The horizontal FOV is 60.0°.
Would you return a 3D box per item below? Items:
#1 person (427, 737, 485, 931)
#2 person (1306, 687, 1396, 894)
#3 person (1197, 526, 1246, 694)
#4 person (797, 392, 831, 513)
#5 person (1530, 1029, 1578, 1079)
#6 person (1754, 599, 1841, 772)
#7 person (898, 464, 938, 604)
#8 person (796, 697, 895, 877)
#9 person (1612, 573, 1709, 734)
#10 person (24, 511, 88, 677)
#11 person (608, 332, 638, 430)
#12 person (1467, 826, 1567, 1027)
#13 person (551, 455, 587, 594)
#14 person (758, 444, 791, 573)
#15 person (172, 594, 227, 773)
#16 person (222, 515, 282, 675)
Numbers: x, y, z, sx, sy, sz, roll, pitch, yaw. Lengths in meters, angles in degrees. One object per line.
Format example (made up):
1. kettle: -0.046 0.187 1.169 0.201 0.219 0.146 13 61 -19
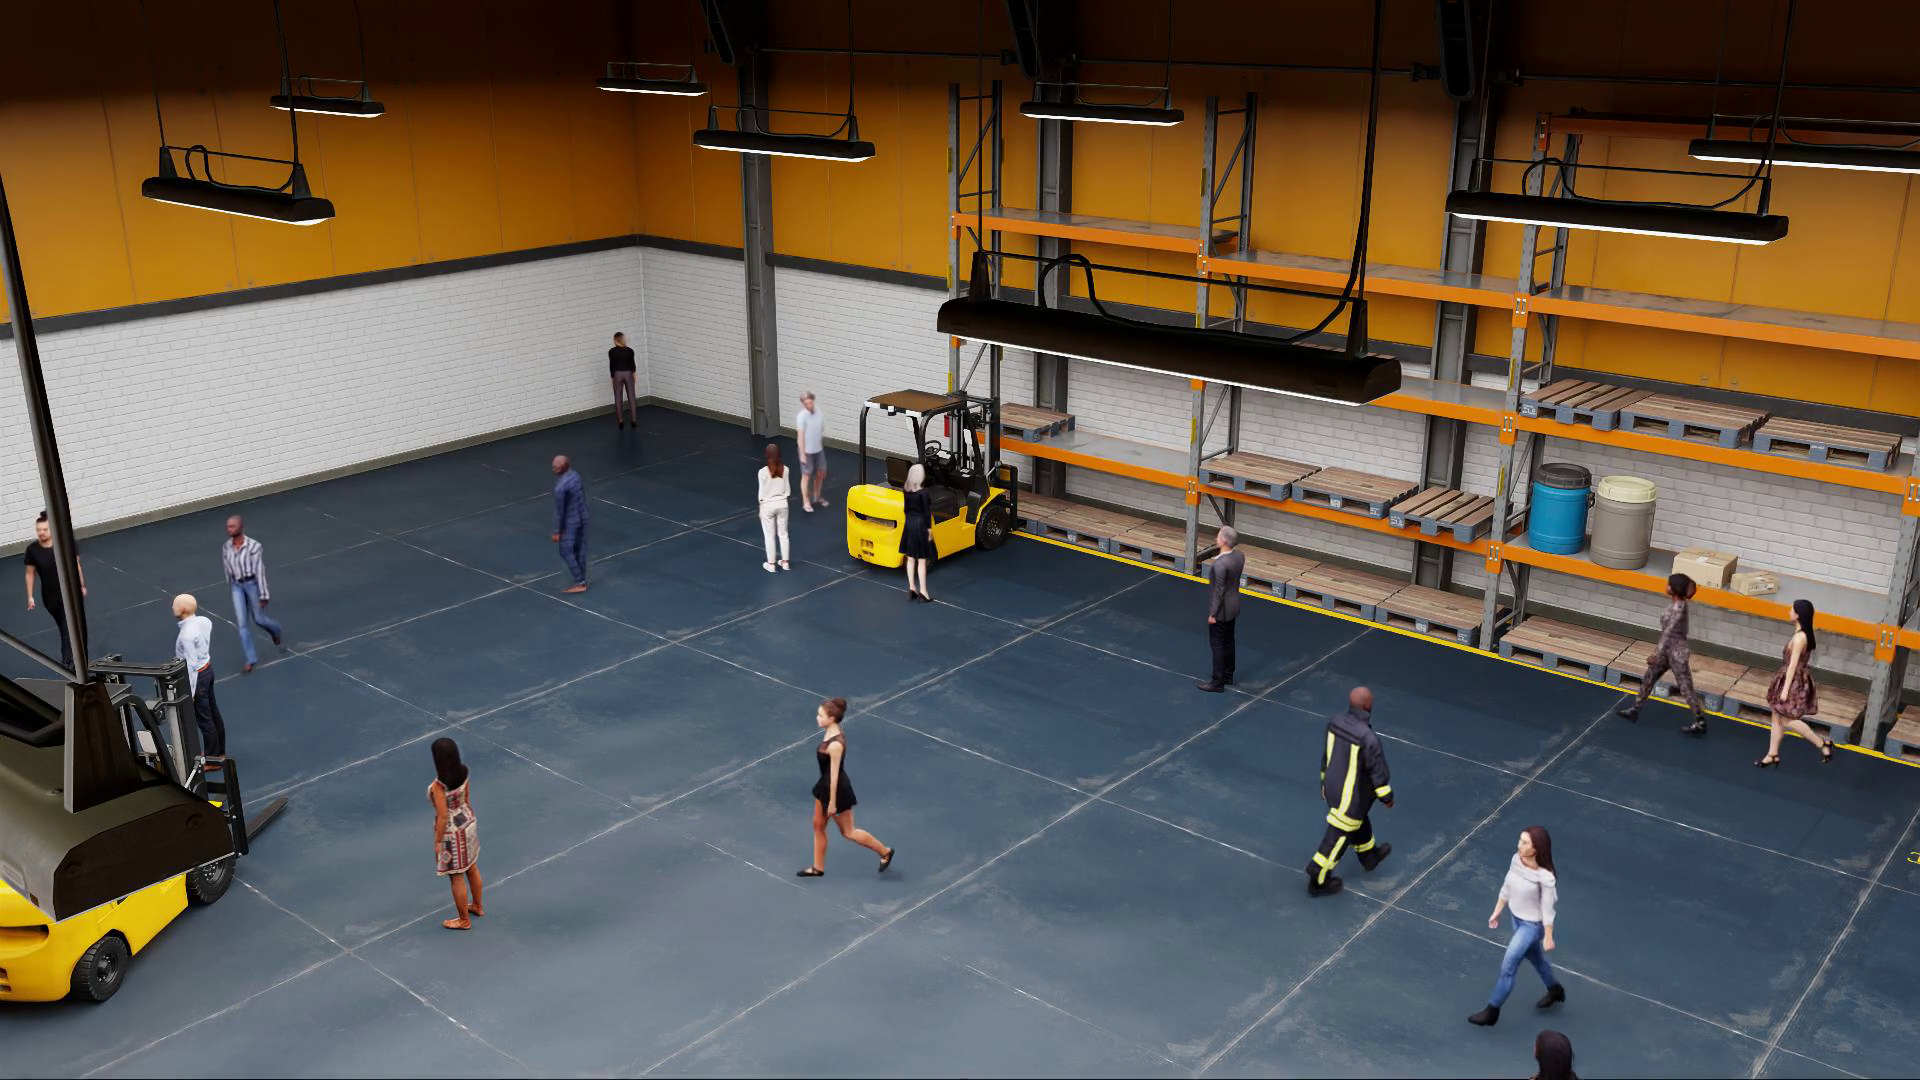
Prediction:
1. person: -4.053 2.336 13.343 0.675 1.644 0.720 5 19 16
2. person: 3.166 2.114 13.808 1.125 1.767 1.243 -9 20 -24
3. person: 2.824 0.719 17.834 0.640 1.842 0.739 11 22 30
4. person: -2.156 -1.281 23.849 0.681 1.794 0.770 12 22 32
5. person: 3.334 3.571 9.557 0.657 1.720 0.612 -12 22 -32
6. person: 8.016 1.439 15.832 0.956 1.756 0.691 12 22 31
7. person: -0.513 -0.089 20.384 0.521 1.747 0.671 18 25 42
8. person: -0.965 2.116 13.989 1.066 1.648 1.041 -3 19 -8
9. person: 7.276 1.190 16.712 1.205 1.666 0.847 6 20 18
10. person: -9.922 0.561 18.349 1.148 1.813 1.261 -3 19 -10
11. person: -5.727 -2.713 28.294 0.675 1.670 0.714 -4 19 -11
12. person: 4.194 2.789 12.076 1.090 1.595 1.067 -3 19 -9
13. person: -4.828 -0.249 20.796 0.779 1.788 0.856 11 22 30
14. person: -2.394 -0.422 21.466 0.646 1.688 0.617 -13 22 -33
15. person: -7.327 1.362 16.004 0.789 1.791 0.724 -2 19 -6
16. person: -7.829 0.563 18.400 0.992 1.777 1.002 2 19 5
